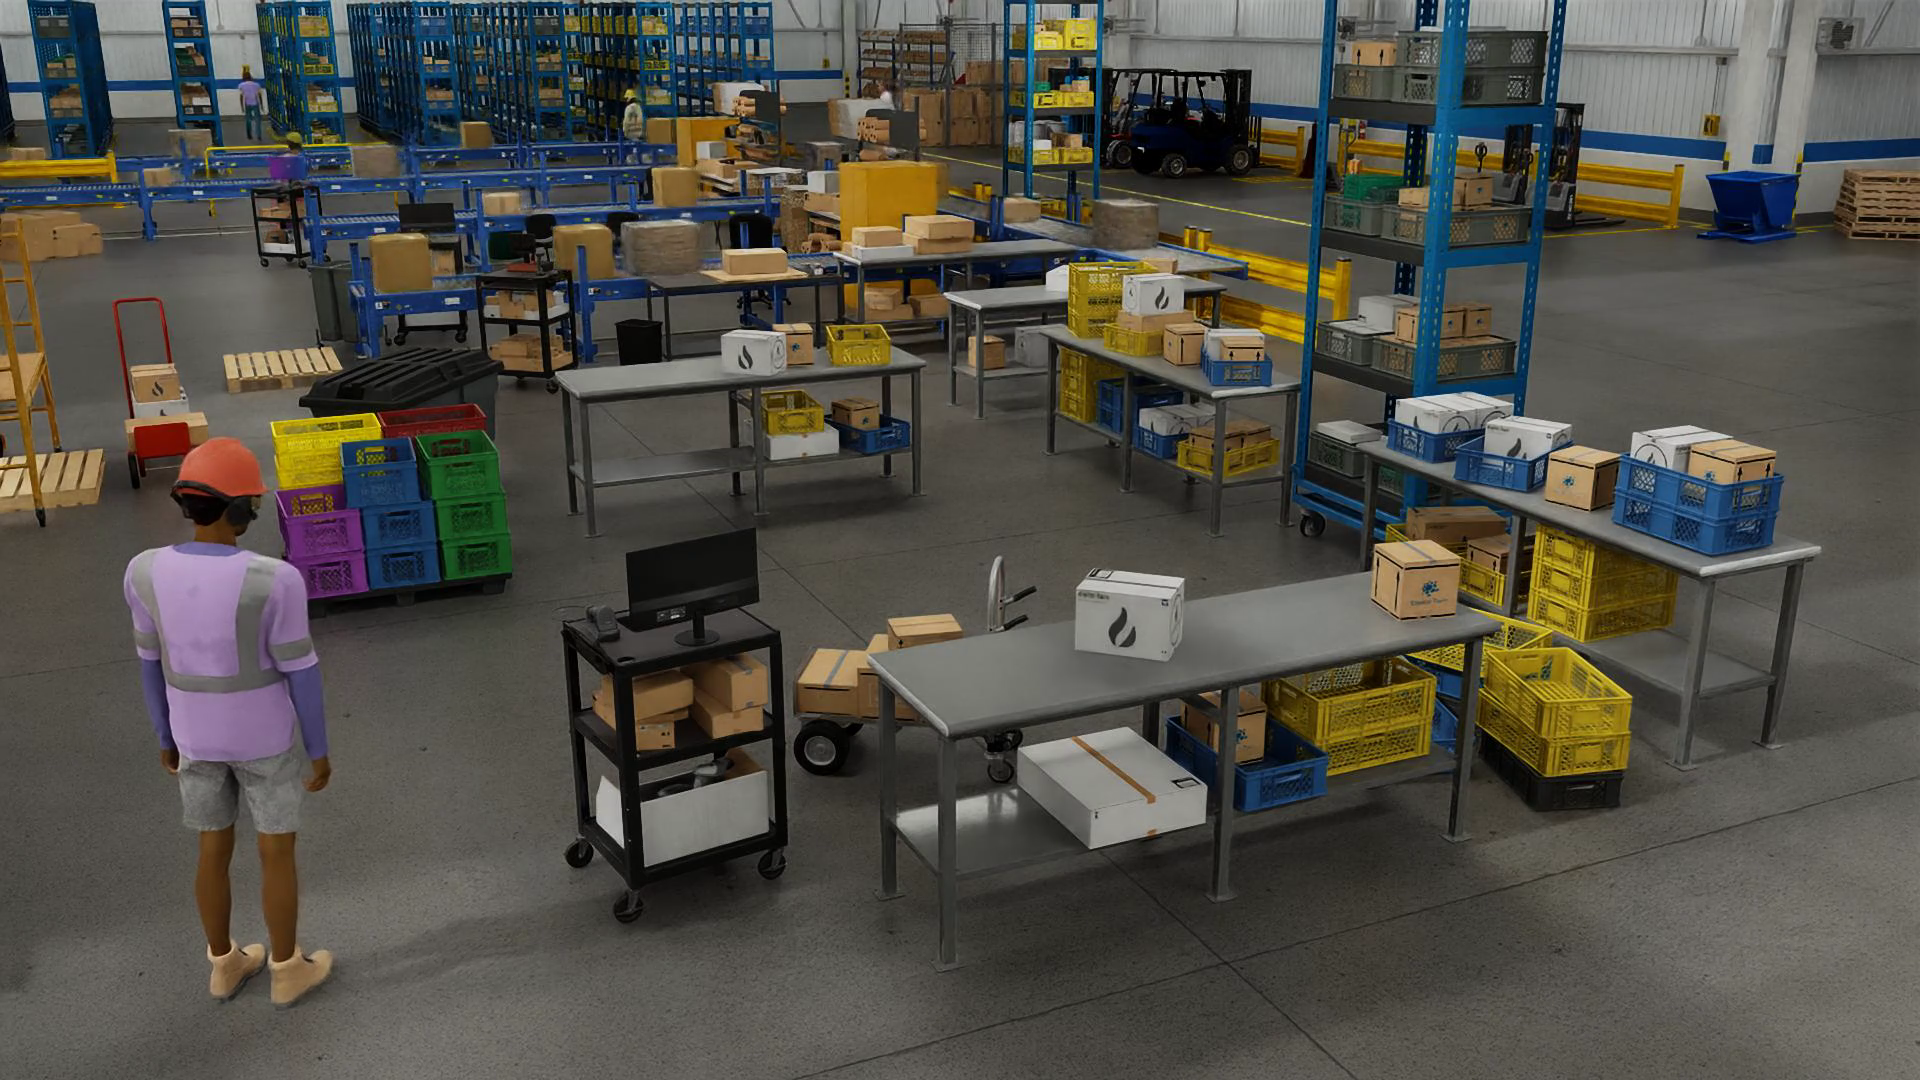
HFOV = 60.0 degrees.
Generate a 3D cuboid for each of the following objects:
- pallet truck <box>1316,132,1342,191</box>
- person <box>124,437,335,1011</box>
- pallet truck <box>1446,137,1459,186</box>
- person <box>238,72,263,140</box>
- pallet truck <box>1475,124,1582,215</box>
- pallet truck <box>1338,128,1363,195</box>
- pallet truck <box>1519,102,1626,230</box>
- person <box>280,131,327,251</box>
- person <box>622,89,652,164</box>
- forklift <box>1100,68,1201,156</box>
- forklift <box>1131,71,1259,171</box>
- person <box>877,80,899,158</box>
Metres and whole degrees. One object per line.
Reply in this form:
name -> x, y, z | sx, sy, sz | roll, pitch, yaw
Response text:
pallet truck -> 7.723, -7.504, 32.656 | 1.601, 1.201, 0.680 | -8, 19, -23
person -> -2.446, 0.649, 5.681 | 0.619, 2.029, 0.410 | 2, 18, 5
pallet truck -> 9.184, -6.485, 29.328 | 1.630, 1.274, 0.653 | -8, 19, -23
person -> -19.363, -11.854, 45.449 | 0.589, 1.791, 0.988 | -9, 20, -26
pallet truck -> 9.707, -6.455, 28.103 | 1.885, 1.965, 0.823 | -7, 19, -20
pallet truck -> 7.845, -7.140, 31.411 | 1.522, 1.261, 0.704 | -9, 20, -25
pallet truck -> 9.972, -6.037, 26.785 | 1.885, 1.965, 0.823 | -9, 20, -25
person -> -9.529, -4.950, 23.797 | 0.531, 1.742, 0.797 | 8, 19, 23
person -> -6.897, -8.666, 35.389 | 0.826, 1.803, 0.591 | 3, 18, 10
forklift -> 4.082, -9.564, 37.410 | 2.680, 1.987, 1.157 | -8, 19, -23
forklift -> 4.998, -8.936, 35.413 | 2.680, 1.987, 1.157 | -9, 20, -25
person -> -1.704, -9.571, 38.106 | 0.436, 1.888, 0.660 | 0, 18, -1
